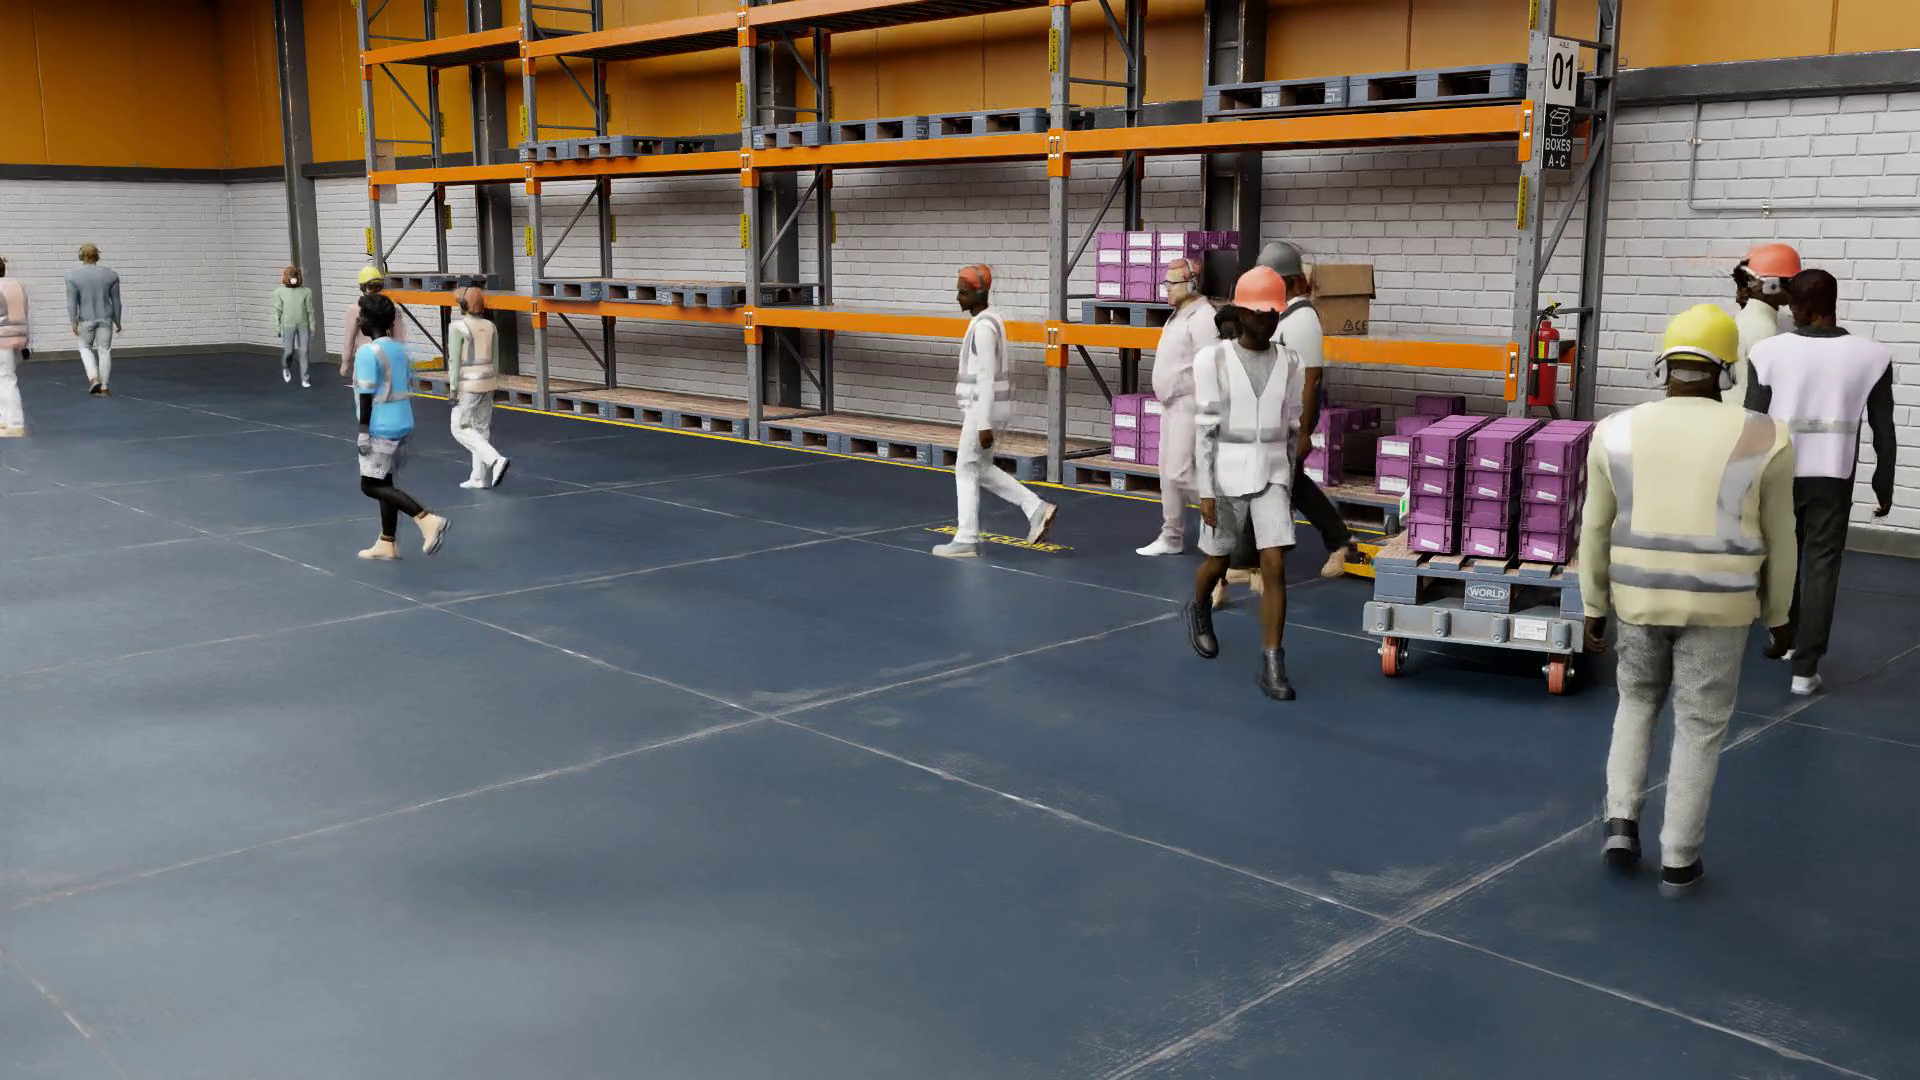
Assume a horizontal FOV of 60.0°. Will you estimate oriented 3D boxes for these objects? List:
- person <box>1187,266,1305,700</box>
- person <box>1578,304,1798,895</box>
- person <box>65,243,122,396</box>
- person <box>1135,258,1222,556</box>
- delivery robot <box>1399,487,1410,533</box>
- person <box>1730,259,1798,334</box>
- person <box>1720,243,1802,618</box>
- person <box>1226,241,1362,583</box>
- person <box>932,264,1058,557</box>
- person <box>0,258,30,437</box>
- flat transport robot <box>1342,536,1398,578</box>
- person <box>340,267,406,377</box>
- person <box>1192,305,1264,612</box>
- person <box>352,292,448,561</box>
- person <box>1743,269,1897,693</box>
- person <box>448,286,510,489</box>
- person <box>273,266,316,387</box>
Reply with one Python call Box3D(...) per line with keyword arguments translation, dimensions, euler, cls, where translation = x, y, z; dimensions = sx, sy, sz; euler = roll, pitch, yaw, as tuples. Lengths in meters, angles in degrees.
Box3D(translation=(1.277, -0.293, 7.544), dimensions=(0.534, 1.899, 0.934), euler=(-2, 11, -9), cls="person")
Box3D(translation=(2.244, 0.188, 5.150), dimensions=(0.601, 1.817, 0.430), euler=(8, 13, 36), cls="person")
Box3D(translation=(-10.880, -2.764, 20.931), dimensions=(0.639, 1.920, 0.442), euler=(-8, 13, -36), cls="person")
Box3D(translation=(1.452, -0.808, 10.372), dimensions=(0.600, 1.887, 0.661), euler=(-1, 10, -7), cls="person")
Box3D(translation=(2.996, -0.222, 10.554), dimensions=(0.477, 0.478, 0.707), euler=(4, 11, 20), cls="delivery robot")
Box3D(translation=(4.372, -0.634, 9.362), dimensions=(0.649, 1.907, 0.812), euler=(-5, 12, -27), cls="person")
Box3D(translation=(4.203, -0.565, 8.785), dimensions=(0.418, 1.978, 0.631), euler=(4, 11, 22), cls="person")
Box3D(translation=(1.920, -0.753, 9.649), dimensions=(0.939, 2.000, 0.685), euler=(0, 10, 1), cls="person")
Box3D(translation=(0.208, -0.791, 10.378), dimensions=(0.705, 1.853, 0.587), euler=(1, 10, 7), cls="person")
Box3D(translation=(-9.718, -1.941, 16.703), dimensions=(0.633, 1.825, 0.654), euler=(1, 10, 5), cls="person")
Box3D(translation=(2.970, 0.140, 9.607), dimensions=(1.431, 0.197, 0.652), euler=(10, 14, 43), cls="flat transport robot")
Box3D(translation=(-5.380, -1.604, 15.152), dimensions=(0.846, 1.731, 0.530), euler=(8, 13, 37), cls="person")
Box3D(translation=(1.542, -0.454, 9.077), dimensions=(0.552, 1.660, 0.609), euler=(3, 11, 17), cls="person")
Box3D(translation=(-3.473, -0.677, 10.212), dimensions=(0.566, 1.676, 0.539), euler=(1, 10, 4), cls="person")
Box3D(translation=(3.908, -0.292, 7.614), dimensions=(0.666, 1.854, 0.979), euler=(5, 11, 24), cls="person")
Box3D(translation=(-3.795, -1.186, 13.124), dimensions=(0.502, 1.624, 0.530), euler=(5, 11, 24), cls="person")
Box3D(translation=(-8.914, -2.856, 22.281), dimensions=(0.506, 1.621, 0.472), euler=(-7, 12, -33), cls="person")
